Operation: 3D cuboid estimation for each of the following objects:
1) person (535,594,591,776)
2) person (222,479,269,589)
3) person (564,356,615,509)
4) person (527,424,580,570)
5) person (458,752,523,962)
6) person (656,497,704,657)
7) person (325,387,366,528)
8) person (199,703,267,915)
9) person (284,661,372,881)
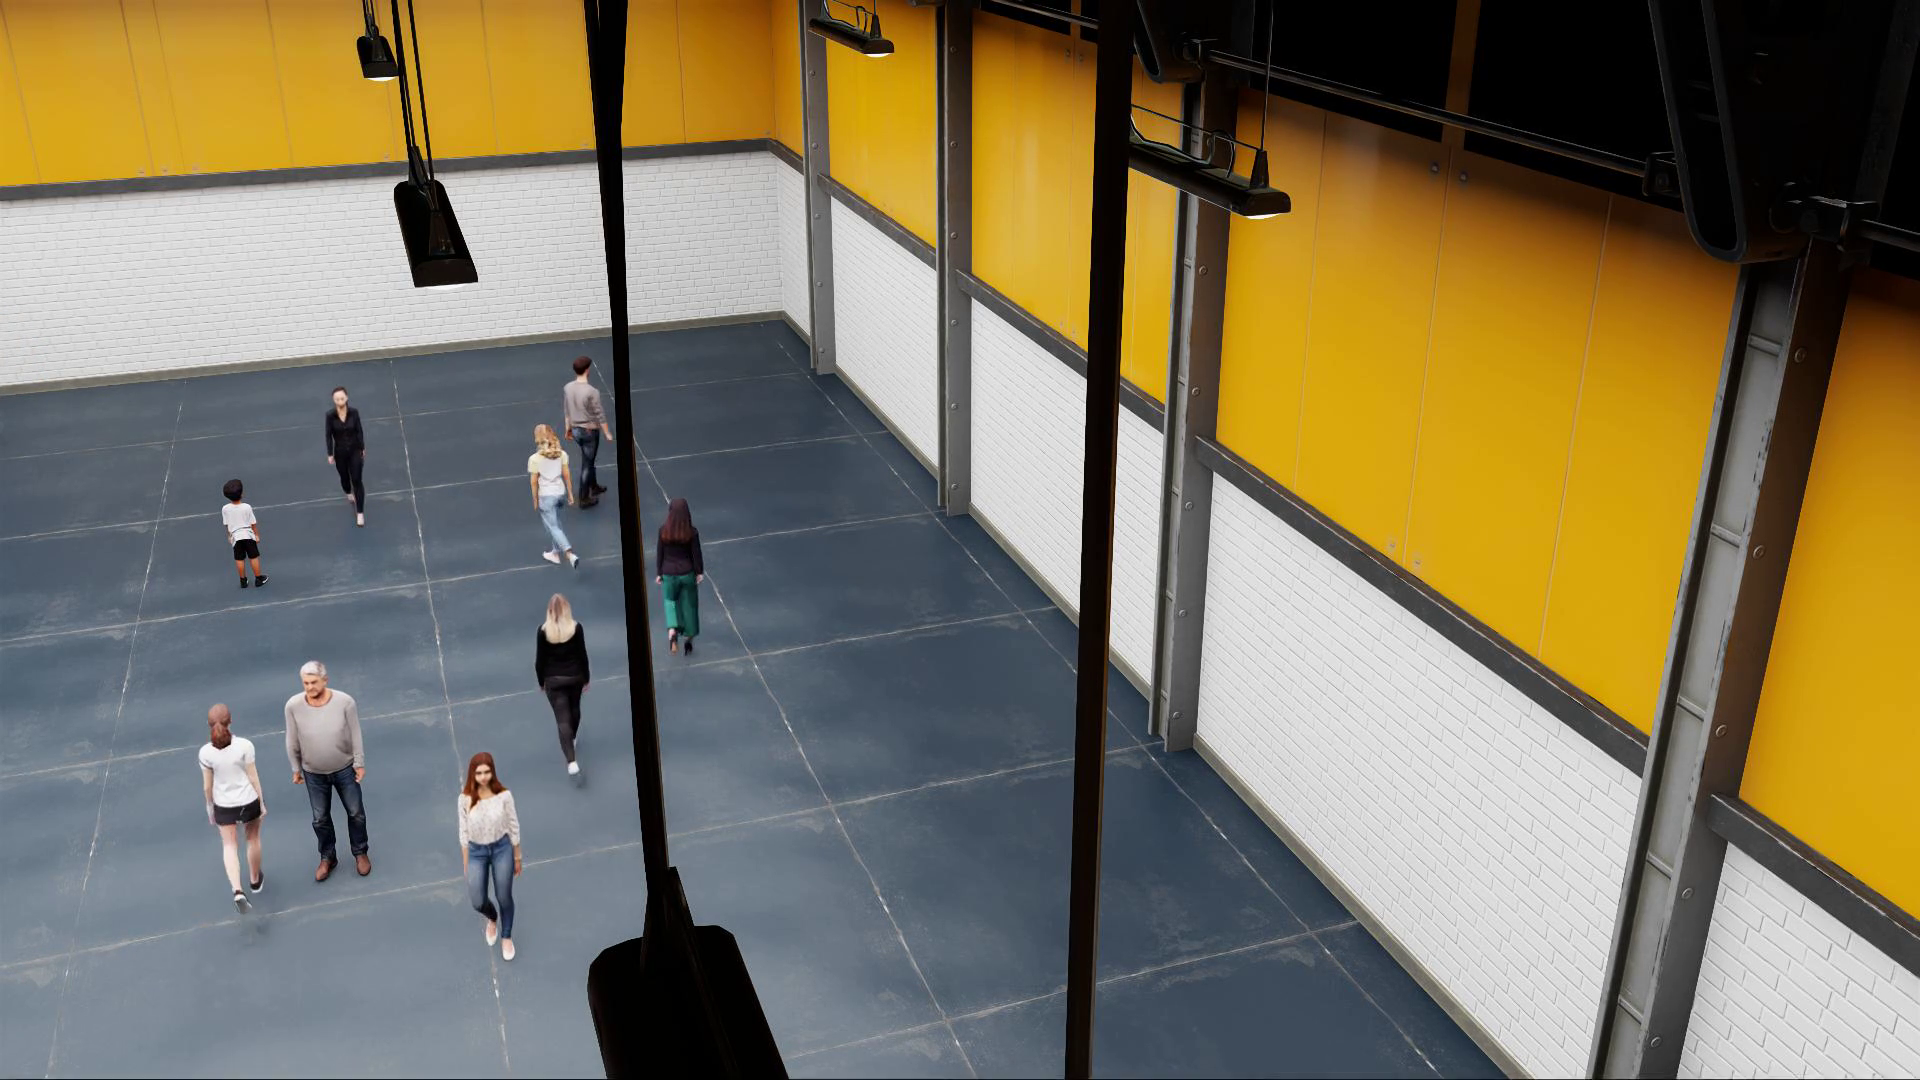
[{"bbox_3d":[-3.514,1.309,14.779,0.641,1.648,1.118,-7,25,-16],"label":"person"},{"bbox_3d":[-7.952,-0.074,18.426,0.520,1.261,0.536,-4,24,-10],"label":"person"},{"bbox_3d":[-4.658,-1.281,20.414,0.976,1.881,1.027,13,27,27],"label":"person"},{"bbox_3d":[-4.547,-0.440,18.716,0.891,1.699,1.102,-19,30,-37],"label":"person"},{"bbox_3d":[-3.501,2.311,12.400,0.623,1.717,0.667,-5,24,-12],"label":"person"},{"bbox_3d":[-2.825,0.419,16.718,0.770,1.726,0.871,0,24,-1],"label":"person"},{"bbox_3d":[-7.418,-1.034,20.106,0.623,1.676,1.080,-10,25,-21],"label":"person"},{"bbox_3d":[-5.597,2.102,12.862,0.565,1.731,0.972,-8,25,-18],"label":"person"},{"bbox_3d":[-5.047,1.809,13.308,0.752,1.911,0.658,-5,24,-12],"label":"person"}]
